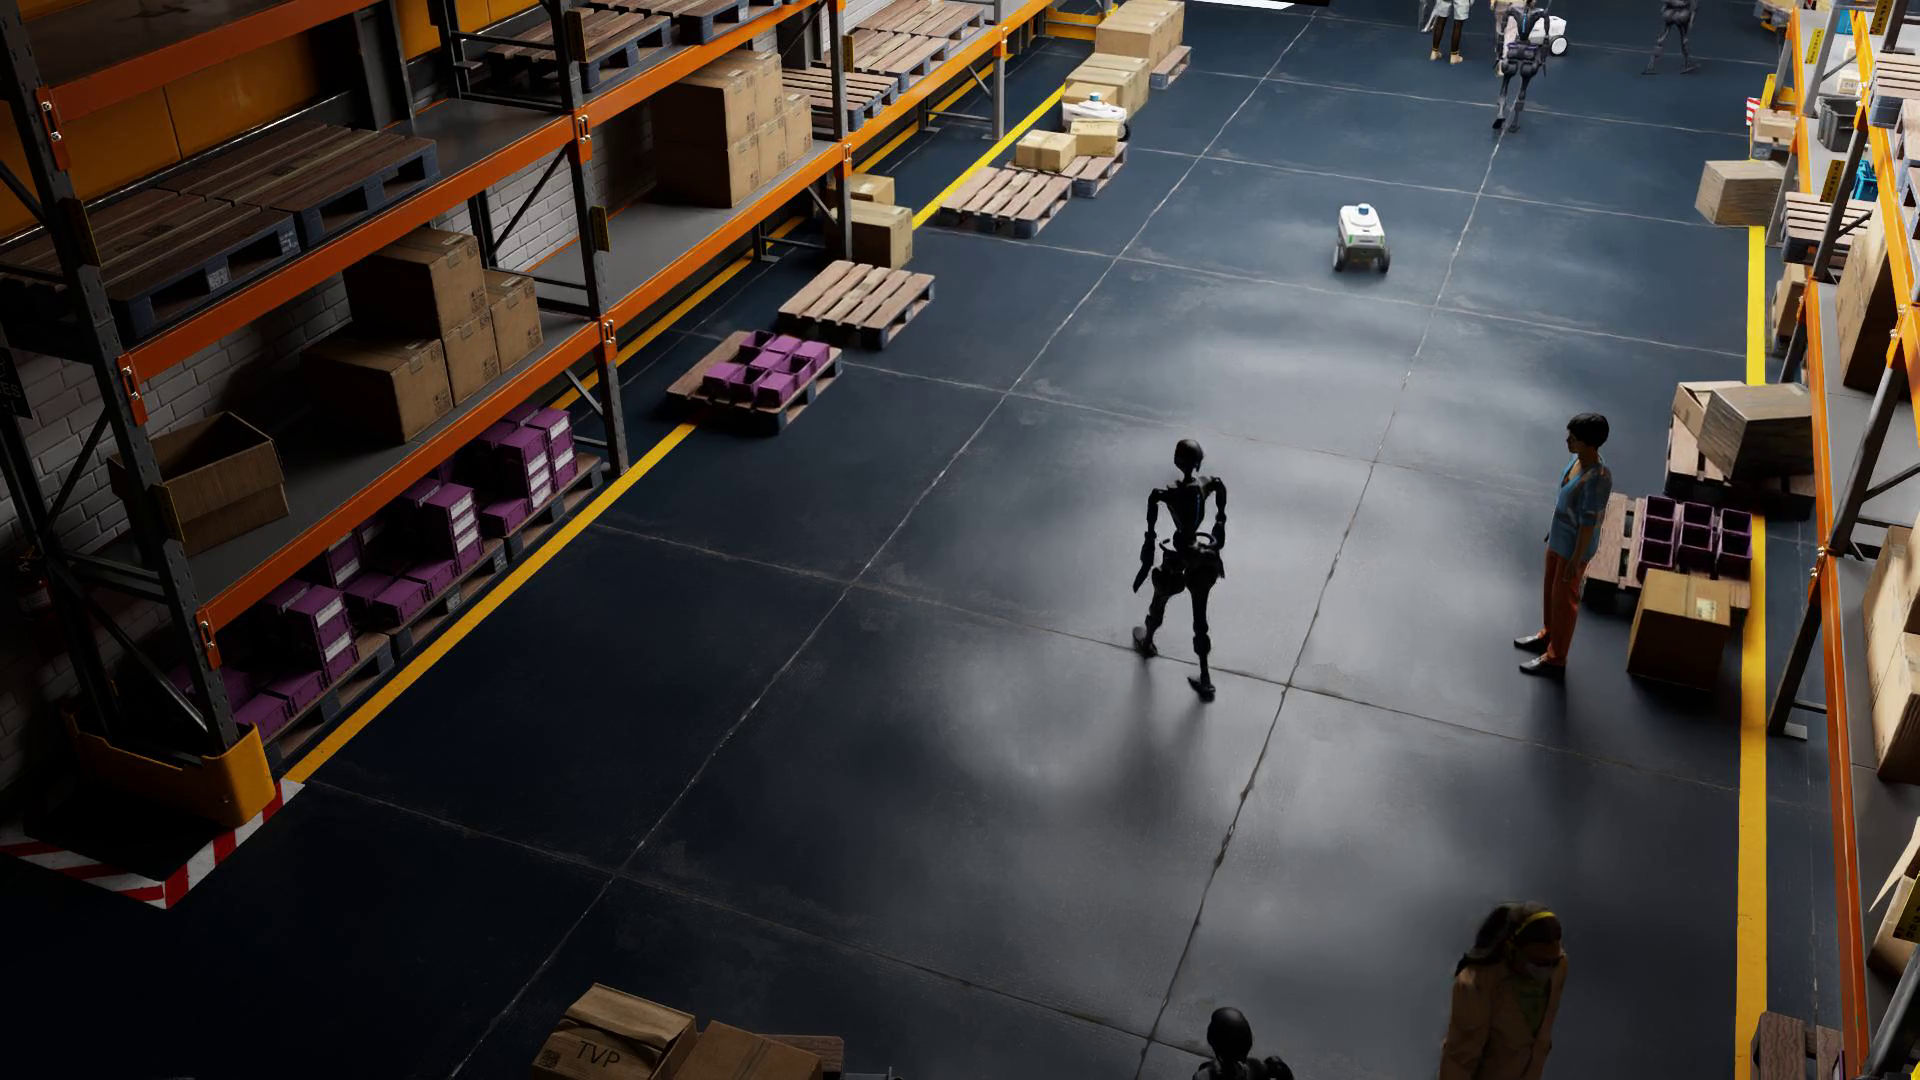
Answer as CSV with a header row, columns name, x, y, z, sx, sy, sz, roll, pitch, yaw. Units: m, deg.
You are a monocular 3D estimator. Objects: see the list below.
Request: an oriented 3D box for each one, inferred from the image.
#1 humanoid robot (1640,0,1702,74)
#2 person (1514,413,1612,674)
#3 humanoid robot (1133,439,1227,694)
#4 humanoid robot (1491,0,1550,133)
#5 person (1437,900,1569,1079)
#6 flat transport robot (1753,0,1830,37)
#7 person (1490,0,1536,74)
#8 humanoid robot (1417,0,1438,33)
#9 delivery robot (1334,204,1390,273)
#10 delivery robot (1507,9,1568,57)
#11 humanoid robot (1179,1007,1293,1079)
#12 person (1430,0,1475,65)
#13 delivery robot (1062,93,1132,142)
name,x,y,z,sx,sy,sz,roll,pitch,yaw
humanoid robot,8.902,-6.572,20.496,0.743,1.631,0.594,-11,34,-16
person,3.724,0.020,10.190,0.332,1.759,0.498,2,33,3
humanoid robot,1.359,0.126,10.137,0.596,1.627,0.765,-12,35,-18
humanoid robot,6.272,-5.384,18.623,0.601,1.643,0.438,14,35,20
person,2.174,2.163,6.812,0.586,1.830,0.992,-11,34,-17
flat transport robot,11.327,-6.697,21.956,0.659,0.231,1.431,-7,34,-11
person,6.880,-6.726,20.660,0.530,1.713,0.959,14,35,21
humanoid robot,6.248,-7.501,21.949,0.550,1.897,0.735,27,41,35
delivery robot,3.804,-2.872,15.791,0.499,0.614,0.808,2,33,3
delivery robot,7.420,-6.546,21.447,0.774,0.581,0.499,-8,34,-12
humanoid robot,1.068,2.503,6.423,0.611,1.638,0.562,-9,34,-14
person,6.224,-6.843,20.874,0.535,1.691,0.319,25,40,33
delivery robot,1.515,-4.695,18.587,0.750,0.587,0.525,21,38,29
